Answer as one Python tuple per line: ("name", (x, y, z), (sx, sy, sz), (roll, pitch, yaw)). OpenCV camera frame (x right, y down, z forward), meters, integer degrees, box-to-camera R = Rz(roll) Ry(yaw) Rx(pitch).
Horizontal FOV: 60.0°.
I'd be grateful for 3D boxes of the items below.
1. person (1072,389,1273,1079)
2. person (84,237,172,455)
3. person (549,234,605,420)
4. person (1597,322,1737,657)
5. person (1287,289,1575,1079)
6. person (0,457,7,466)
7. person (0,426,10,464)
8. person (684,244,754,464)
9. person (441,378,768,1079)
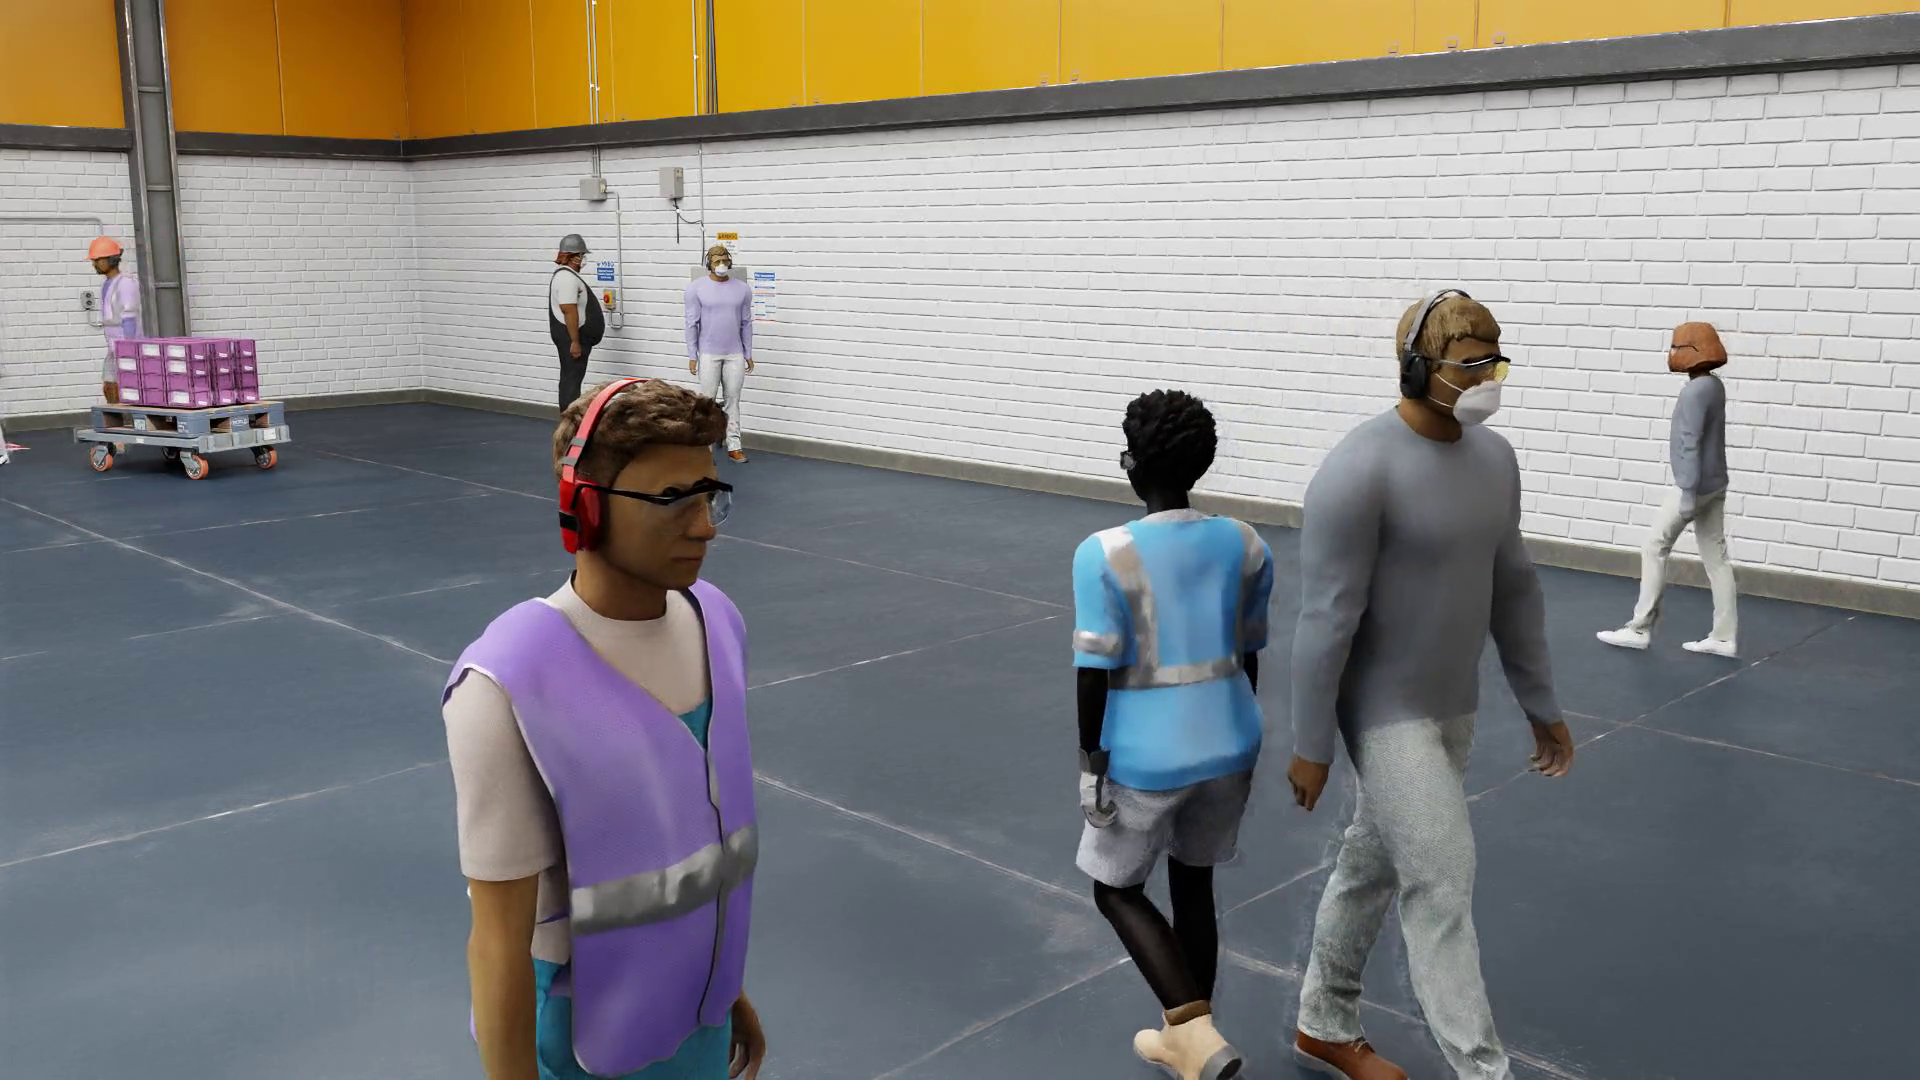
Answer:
("person", (0.523, 0.508, 3.762), (0.544, 1.682, 0.511), (-5, 12, -26))
("person", (-7.652, -1.794, 15.435), (0.636, 2.014, 0.881), (10, 14, 43))
("person", (-3.799, -2.016, 16.539), (0.535, 2.000, 0.684), (-3, 11, -17))
("person", (3.476, -0.245, 8.066), (0.726, 1.602, 0.525), (8, 13, 39))
("person", (1.102, 0.419, 3.638), (0.642, 1.898, 0.935), (-10, 14, -43))
("person", (-8.331, -1.384, 13.591), (0.641, 1.861, 0.929), (9, 14, 42))
("person", (-8.698, -1.534, 14.446), (0.717, 1.851, 0.495), (-8, 13, -38))
("person", (-2.124, -1.638, 14.753), (0.635, 1.939, 0.367), (-6, 12, -28))
("person", (-0.471, 0.695, 2.295), (0.373, 1.840, 0.572), (4, 11, 21))
